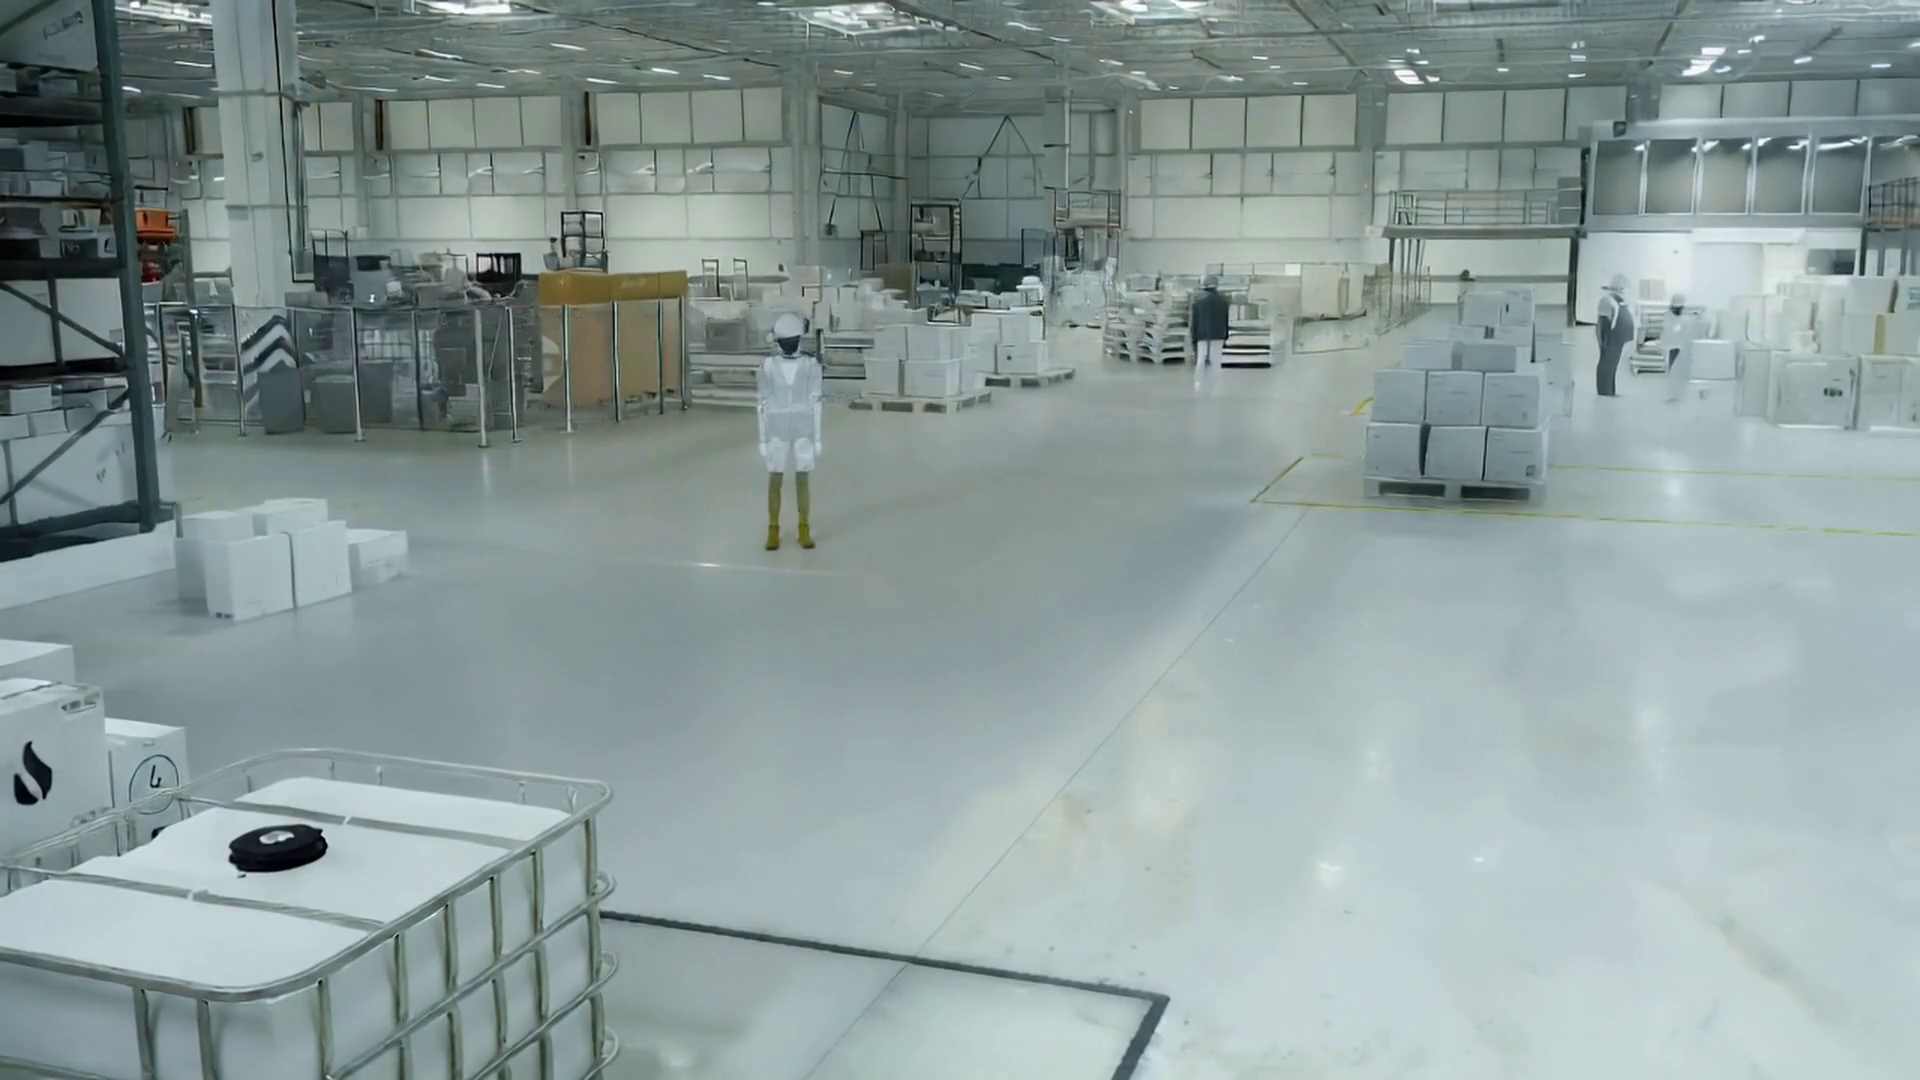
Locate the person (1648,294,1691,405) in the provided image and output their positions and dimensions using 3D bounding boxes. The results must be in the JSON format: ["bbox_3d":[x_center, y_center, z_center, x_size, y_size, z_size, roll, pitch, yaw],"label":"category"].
[{"bbox_3d":[11.113,-2.982,26.099,0.649,1.737,0.576,-3,11,-18],"label":"person"}]

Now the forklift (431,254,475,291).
[{"bbox_3d":[-20.133,-10.254,65.465,1.157,1.987,2.680,3,11,19],"label":"forklift"}]

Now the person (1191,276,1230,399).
[{"bbox_3d":[4.056,-3.267,26.964,0.618,1.993,0.396,1,10,5],"label":"person"}]

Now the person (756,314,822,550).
[{"bbox_3d":[-1.400,-0.881,13.687,0.543,1.939,0.355,-2,10,-10],"label":"person"}]

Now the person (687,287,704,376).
[{"bbox_3d":[-4.624,-3.414,28.348,0.850,1.808,0.612,4,11,19],"label":"person"}]

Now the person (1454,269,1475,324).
[{"bbox_3d":[13.523,-6.309,44.469,0.589,1.865,0.700,6,12,31],"label":"person"}]

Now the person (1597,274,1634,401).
[{"bbox_3d":[10.558,-3.256,26.772,0.535,2.000,0.674,9,13,40],"label":"person"}]

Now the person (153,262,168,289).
[{"bbox_3d":[-27.656,-8.635,57.453,0.651,1.904,0.403,6,12,29],"label":"person"}]

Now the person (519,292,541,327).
[{"bbox_3d":[-7.764,-3.649,30.032,0.801,1.667,0.528,4,11,23],"label":"person"}]

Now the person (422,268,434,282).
[{"bbox_3d":[-19.404,-9.189,60.774,0.404,1.832,0.600,-7,12,-35],"label":"person"}]

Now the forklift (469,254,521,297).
[{"bbox_3d":[-17.990,-10.121,64.684,1.157,1.987,2.680,3,11,17],"label":"forklift"}]

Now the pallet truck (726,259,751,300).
[{"bbox_3d":[-7.986,-9.493,62.019,0.823,1.965,1.885,3,11,17],"label":"pallet truck"}]

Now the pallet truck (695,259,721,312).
[{"bbox_3d":[-9.165,-9.627,62.776,0.823,1.965,1.885,4,11,23],"label":"pallet truck"}]

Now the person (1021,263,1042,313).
[{"bbox_3d":[1.881,-6.562,45.527,0.631,1.985,1.068,-6,12,-32],"label":"person"}]
